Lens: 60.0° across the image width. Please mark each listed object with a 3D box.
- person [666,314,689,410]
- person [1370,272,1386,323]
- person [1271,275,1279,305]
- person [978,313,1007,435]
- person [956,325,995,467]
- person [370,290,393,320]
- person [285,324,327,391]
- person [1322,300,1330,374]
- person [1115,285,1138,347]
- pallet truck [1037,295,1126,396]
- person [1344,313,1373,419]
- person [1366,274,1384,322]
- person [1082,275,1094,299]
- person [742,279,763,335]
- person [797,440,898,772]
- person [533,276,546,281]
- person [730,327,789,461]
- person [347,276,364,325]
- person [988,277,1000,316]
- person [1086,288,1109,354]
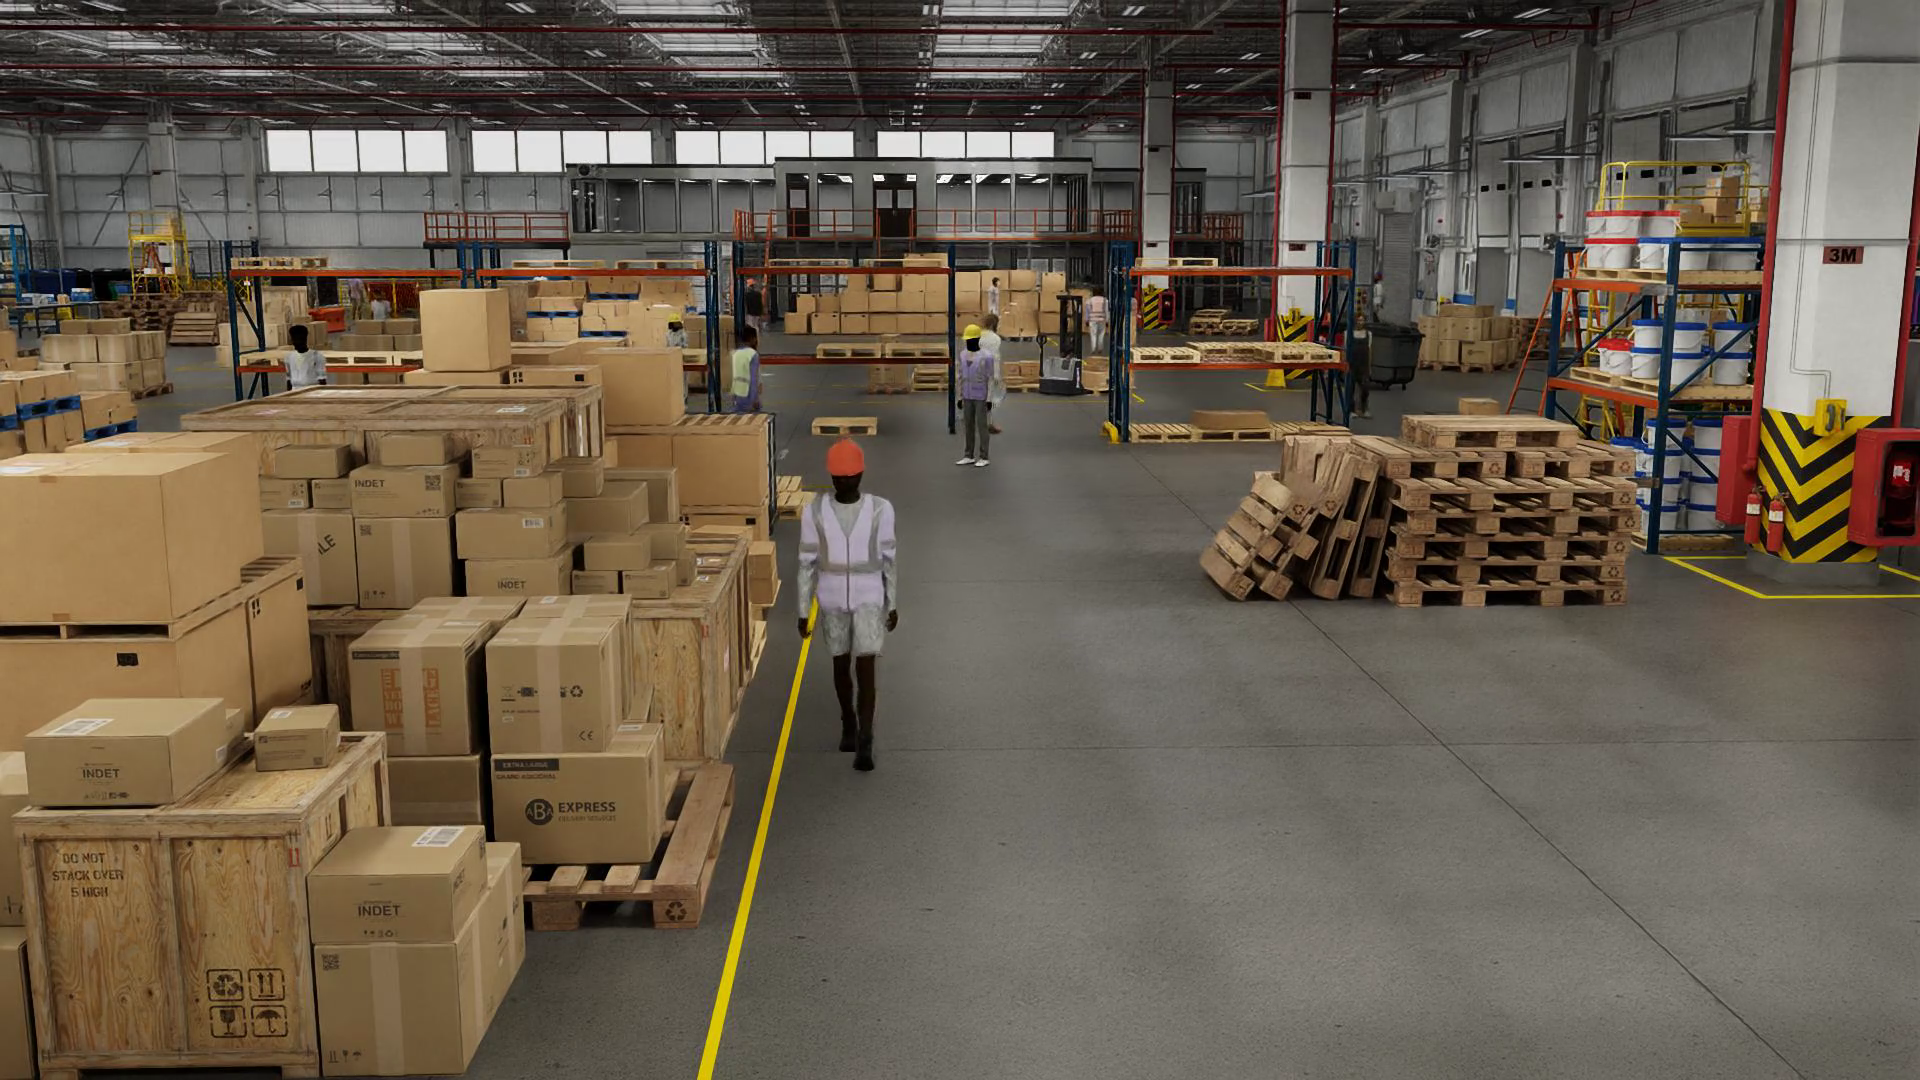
[{"bbox_3d":[-5.124,-3.216,30.065,0.489,1.743,0.323,6,12,28],"label":"person"},{"bbox_3d":[14.995,-8.635,59.706,0.602,1.940,0.402,7,12,34],"label":"person"},{"bbox_3d":[13.949,-11.020,72.888,0.617,1.969,0.680,1,10,4],"label":"person"},{"bbox_3d":[0.504,-2.591,26.085,0.448,1.918,0.633,-7,12,-33],"label":"person"},{"bbox_3d":[0.190,-1.948,22.495,0.594,1.922,0.385,8,13,39],"label":"person"},{"bbox_3d":[-14.884,-5.546,42.883,0.589,1.811,1.016,-2,10,-13],"label":"person"},{"bbox_3d":[-8.629,-1.867,21.973,0.609,1.958,0.376,3,11,14],"label":"person"},{"bbox_3d":[8.350,-4.657,38.214,0.537,1.699,0.321,0,10,-1],"label":"person"},{"bbox_3d":[4.435,-5.851,44.403,0.620,1.876,0.811,3,11,17],"label":"person"},{"bbox_3d":[2.483,-3.881,33.060,1.885,1.965,0.823,-7,13,-36],"label":"pallet truck"},{"bbox_3d":[6.827,-2.950,28.351,0.541,1.822,0.760,-1,10,-8],"label":"person"},{"bbox_3d":[14.115,-8.107,56.833,0.573,1.912,0.756,-6,12,-32],"label":"person"},{"bbox_3d":[4.660,-8.867,61.397,0.944,1.809,0.623,-4,11,-20],"label":"person"},{"bbox_3d":[-5.966,-6.454,47.432,0.636,1.988,0.533,-9,14,-41],"label":"person"},{"bbox_3d":[-0.657,0.380,9.585,0.574,1.891,0.953,0,10,0],"label":"person"},{"bbox_3d":[-17.655,-10.379,69.685,0.610,1.836,0.956,1,10,4],"label":"person"},{"bbox_3d":[-2.793,-1.964,22.702,0.938,1.876,0.619,-9,14,-41],"label":"person"},{"bbox_3d":[-21.941,-8.826,60.482,0.605,2.045,0.377,4,11,19],"label":"person"},{"bbox_3d":[1.065,-7.299,52.302,0.371,1.932,0.627,4,11,19],"label":"person"},{"bbox_3d":[3.735,-5.959,45.237,0.643,1.791,0.998,1,10,7],"label":"person"}]
